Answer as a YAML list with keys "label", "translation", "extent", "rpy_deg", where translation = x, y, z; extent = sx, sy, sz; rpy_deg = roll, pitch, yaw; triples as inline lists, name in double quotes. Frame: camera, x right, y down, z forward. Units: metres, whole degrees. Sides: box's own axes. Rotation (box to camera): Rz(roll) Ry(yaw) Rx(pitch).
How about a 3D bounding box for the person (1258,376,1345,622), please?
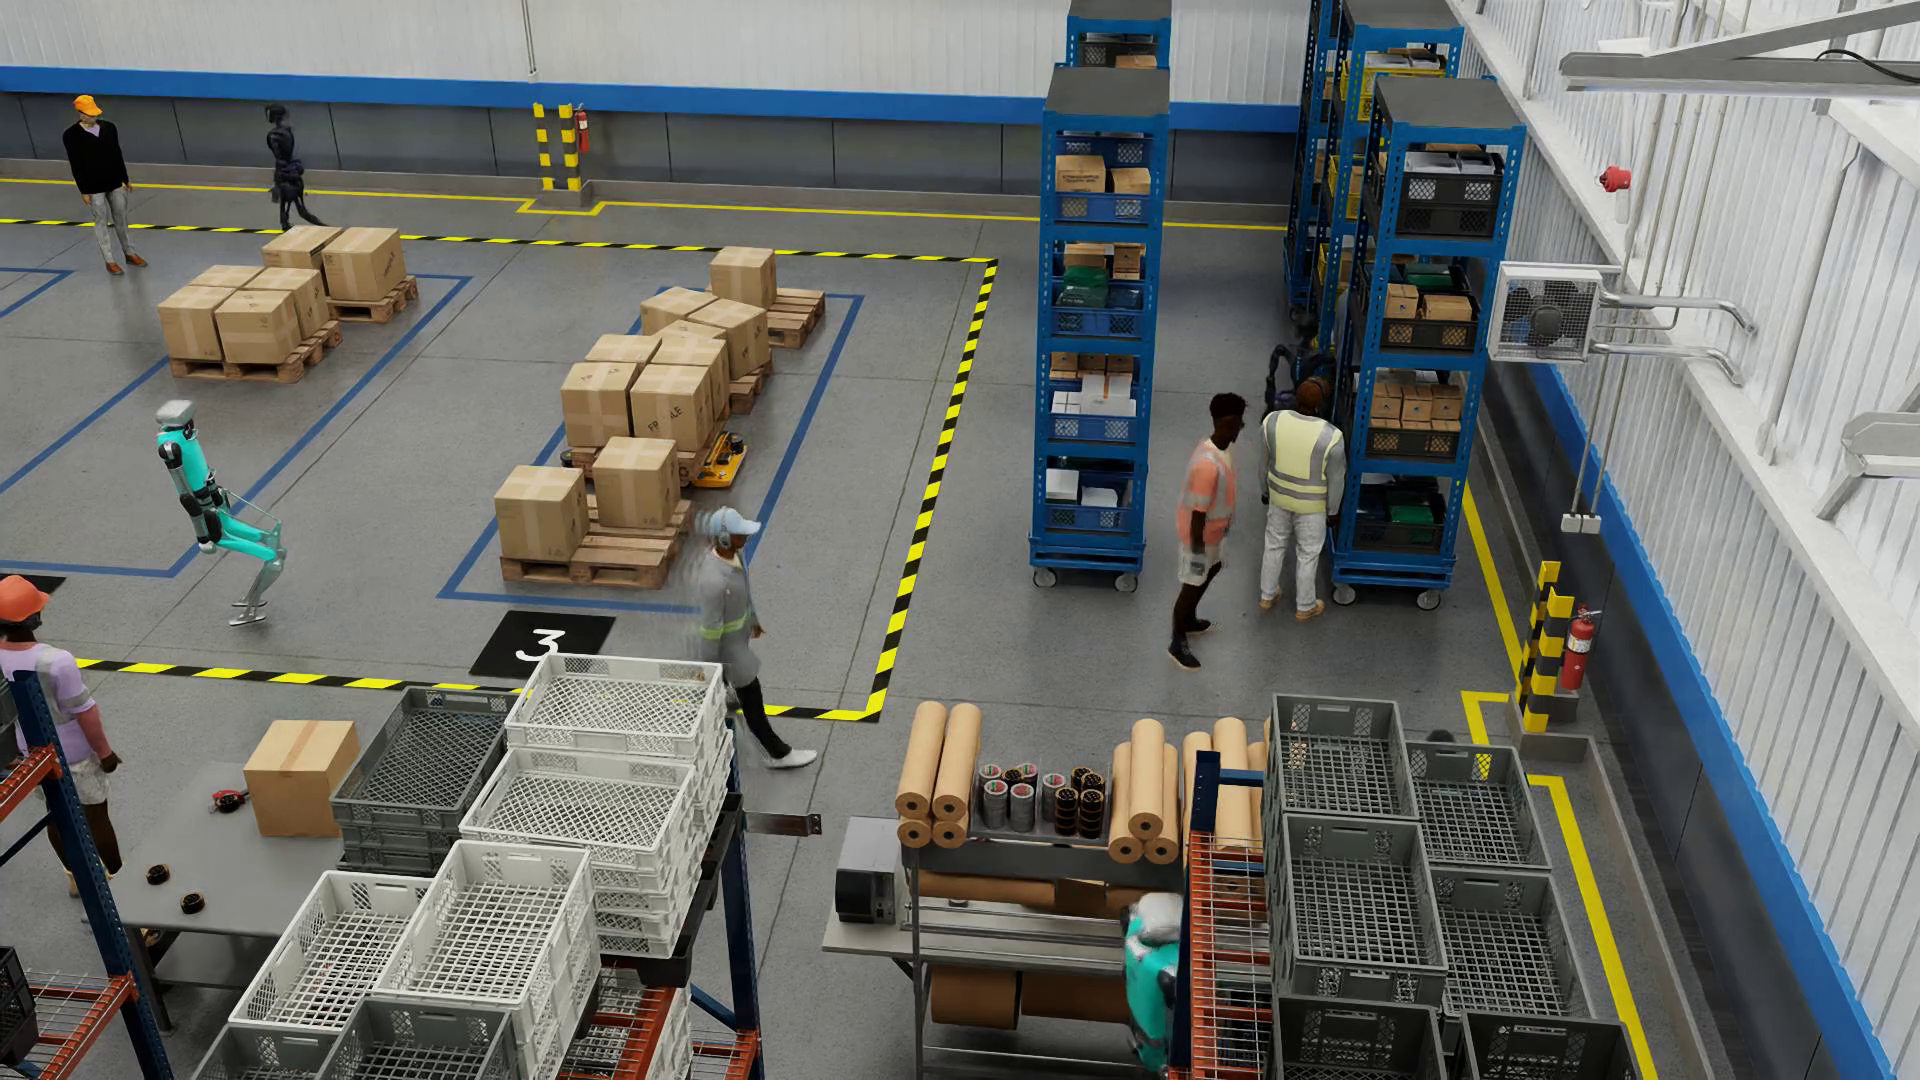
- label: "person"
  translation: [2.376, -0.289, 11.606]
  extent: [0.628, 1.843, 0.429]
  rpy_deg: [20, 36, 30]

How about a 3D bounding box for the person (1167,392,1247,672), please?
- label: "person"
  translation: [1.620, -0.047, 11.100]
  extent: [0.374, 1.944, 0.749]
  rpy_deg: [11, 32, 18]

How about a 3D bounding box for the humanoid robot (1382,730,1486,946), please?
- label: "humanoid robot"
  translation: [2.377, 1.656, 8.476]
  extent: [0.616, 1.620, 0.789]
  rpy_deg: [2, 30, 4]

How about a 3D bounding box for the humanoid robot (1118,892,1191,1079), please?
- label: "humanoid robot"
  translation: [1.055, 2.249, 7.381]
  extent: [0.741, 1.821, 0.539]
  rpy_deg: [-10, 32, -16]

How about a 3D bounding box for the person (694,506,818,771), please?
- label: "person"
  translation: [-1.312, 0.605, 10.095]
  extent: [0.914, 1.817, 0.611]
  rpy_deg: [1, 30, 1]

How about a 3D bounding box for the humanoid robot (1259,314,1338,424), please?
- label: "humanoid robot"
  translation: [2.624, -0.991, 12.966]
  extent: [0.599, 1.654, 0.333]
  rpy_deg: [14, 33, 22]

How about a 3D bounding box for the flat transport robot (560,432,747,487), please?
- label: "flat transport robot"
  translation: [-2.554, -0.707, 13.861]
  extent: [1.431, 0.197, 0.652]
  rpy_deg: [3, 30, 6]

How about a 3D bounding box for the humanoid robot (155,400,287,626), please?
- label: "humanoid robot"
  translation: [-4.975, -0.195, 11.420]
  extent: [0.735, 1.673, 0.533]
  rpy_deg: [-6, 31, -10]

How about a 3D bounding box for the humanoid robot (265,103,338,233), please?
- label: "humanoid robot"
  translation: [-7.225, -3.918, 18.025]
  extent: [0.689, 1.638, 0.601]
  rpy_deg: [-2, 30, -4]

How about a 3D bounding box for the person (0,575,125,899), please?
- label: "person"
  translation: [-4.890, 1.093, 9.034]
  extent: [0.604, 2.045, 0.378]
  rpy_deg: [5, 31, 8]

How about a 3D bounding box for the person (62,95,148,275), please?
- label: "person"
  translation: [-9.007, -3.746, 17.506]
  extent: [0.372, 1.882, 0.585]
  rpy_deg: [18, 35, 28]

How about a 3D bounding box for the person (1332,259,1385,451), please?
- label: "person"
  translation: [3.174, -1.329, 13.299]
  extent: [0.360, 1.936, 0.630]
  rpy_deg: [-7, 31, -12]
